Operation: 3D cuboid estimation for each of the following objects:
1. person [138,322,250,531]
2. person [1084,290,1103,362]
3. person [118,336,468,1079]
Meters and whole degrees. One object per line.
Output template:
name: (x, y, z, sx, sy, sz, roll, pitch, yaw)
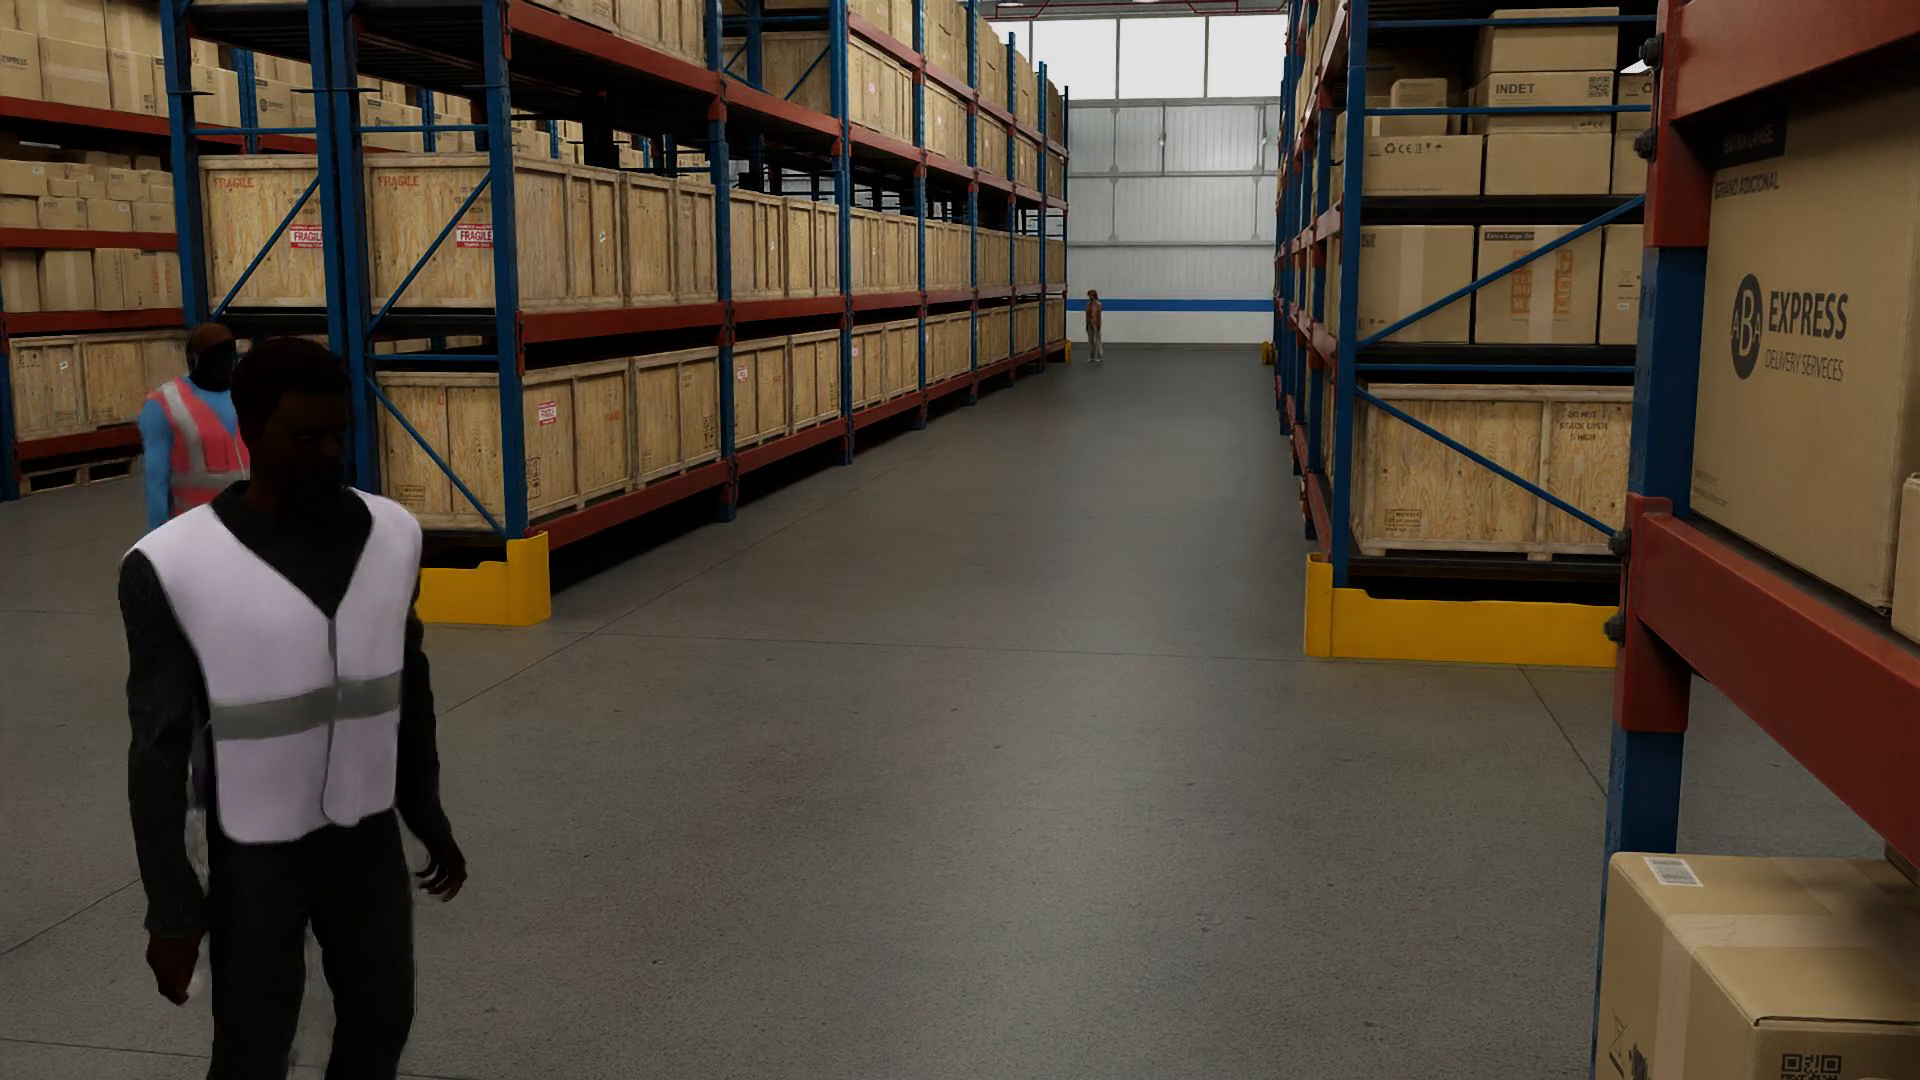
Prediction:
person: (-3.323, -0.083, 7.591, 0.958, 1.794, 0.636, 7, 12, 39)
person: (3.028, -4.827, 37.523, 0.327, 1.626, 0.516, -6, 11, -32)
person: (-1.258, 0.576, 3.169, 0.407, 1.913, 0.644, 6, 11, 35)
